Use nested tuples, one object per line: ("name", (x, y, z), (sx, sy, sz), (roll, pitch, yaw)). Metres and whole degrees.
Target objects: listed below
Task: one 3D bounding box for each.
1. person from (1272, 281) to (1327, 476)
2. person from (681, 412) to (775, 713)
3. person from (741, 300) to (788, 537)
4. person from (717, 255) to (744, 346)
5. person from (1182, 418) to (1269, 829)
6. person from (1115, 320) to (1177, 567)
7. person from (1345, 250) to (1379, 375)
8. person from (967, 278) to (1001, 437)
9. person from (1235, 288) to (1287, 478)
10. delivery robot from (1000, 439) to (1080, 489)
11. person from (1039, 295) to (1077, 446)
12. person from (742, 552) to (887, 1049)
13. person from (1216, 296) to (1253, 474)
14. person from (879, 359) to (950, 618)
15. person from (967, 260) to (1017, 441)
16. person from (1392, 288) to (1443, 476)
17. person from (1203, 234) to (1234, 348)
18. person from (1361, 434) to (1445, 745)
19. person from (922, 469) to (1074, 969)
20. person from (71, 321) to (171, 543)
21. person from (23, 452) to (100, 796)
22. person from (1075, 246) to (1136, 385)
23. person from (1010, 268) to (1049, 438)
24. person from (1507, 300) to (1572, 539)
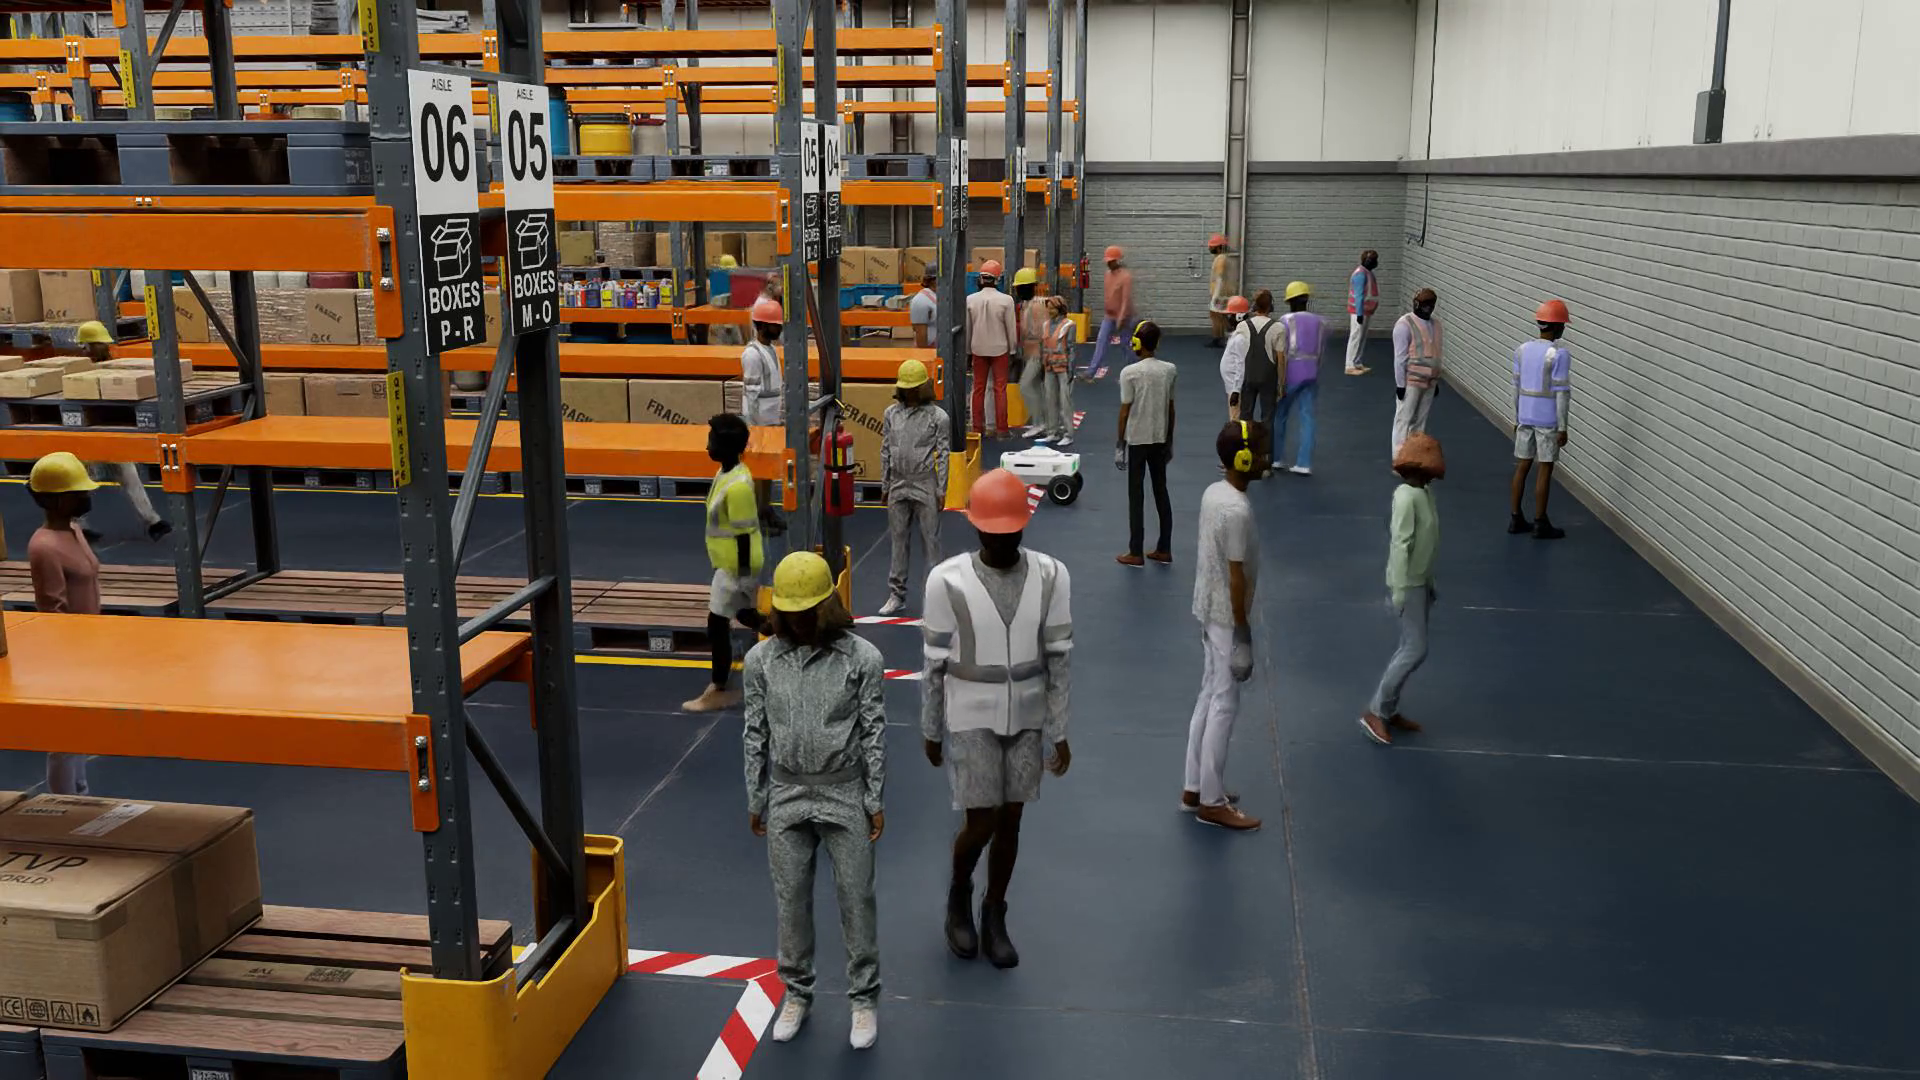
("person", (3.297, -1.610, 16.477), (0.617, 1.883, 0.817), (-5, 13, -22))
("person", (-1.156, 0.114, 9.180), (0.746, 1.675, 0.528), (-2, 13, -10))
("person", (-1.573, -0.991, 13.610), (0.387, 1.929, 0.543), (3, 13, 13))
("person", (-3.232, -3.051, 23.150), (0.422, 1.816, 0.618), (0, 12, -1))
("person", (1.220, 0.375, 7.576), (0.323, 1.867, 0.546), (-1, 13, -6))
("person", (1.402, -0.721, 12.555), (0.513, 1.861, 0.326), (-6, 14, -27))
("person", (5.945, -3.350, 24.504), (0.431, 1.833, 0.643), (7, 14, 28))
("person", (0.323, -2.079, 18.767), (0.429, 1.839, 0.656), (-6, 14, -25))
("person", (2.918, -1.520, 16.200), (0.503, 1.839, 0.342), (5, 14, 23))
("delivery robot", (0.724, -0.671, 15.069), (0.707, 0.478, 0.477), (2, 13, 10))
("person", (1.067, -1.849, 18.153), (0.316, 1.631, 0.524), (-12, 17, -42))
("person", (-0.492, 0.878, 5.622), (0.491, 1.730, 0.324), (1, 13, 6))
("person", (2.722, -1.529, 16.421), (0.321, 1.754, 0.562), (1, 13, 6))
("person", (-0.312, -0.340, 11.096), (0.484, 1.739, 0.305), (4, 13, 19))
("person", (0.341, -2.083, 18.379), (0.612, 1.995, 0.376), (4, 13, 18))
("person", (4.490, -1.541, 16.291), (0.624, 1.841, 0.430), (-9, 16, -37))
("person", (4.399, -4.188, 28.065), (0.555, 1.917, 0.560), (1, 13, 4))
("person", (2.355, 0.250, 8.750), (0.337, 1.607, 0.593), (6, 14, 26))
("person", (0.151, 0.674, 6.130), (0.537, 1.913, 0.455), (-3, 13, -15))
("person", (-6.783, -0.843, 13.251), (0.905, 1.783, 0.619), (2, 13, 10))
("person", (-3.875, 0.488, 7.292), (0.331, 1.768, 0.526), (-4, 13, -16))
("person", (2.097, -3.091, 23.066), (1.046, 1.928, 0.628), (-9, 15, -35))
("person", (0.813, -2.062, 18.499), (0.538, 1.898, 0.667), (-3, 13, -13))
("person", (4.745, -0.981, 13.538), (0.376, 1.935, 0.550), (-6, 14, -27))
